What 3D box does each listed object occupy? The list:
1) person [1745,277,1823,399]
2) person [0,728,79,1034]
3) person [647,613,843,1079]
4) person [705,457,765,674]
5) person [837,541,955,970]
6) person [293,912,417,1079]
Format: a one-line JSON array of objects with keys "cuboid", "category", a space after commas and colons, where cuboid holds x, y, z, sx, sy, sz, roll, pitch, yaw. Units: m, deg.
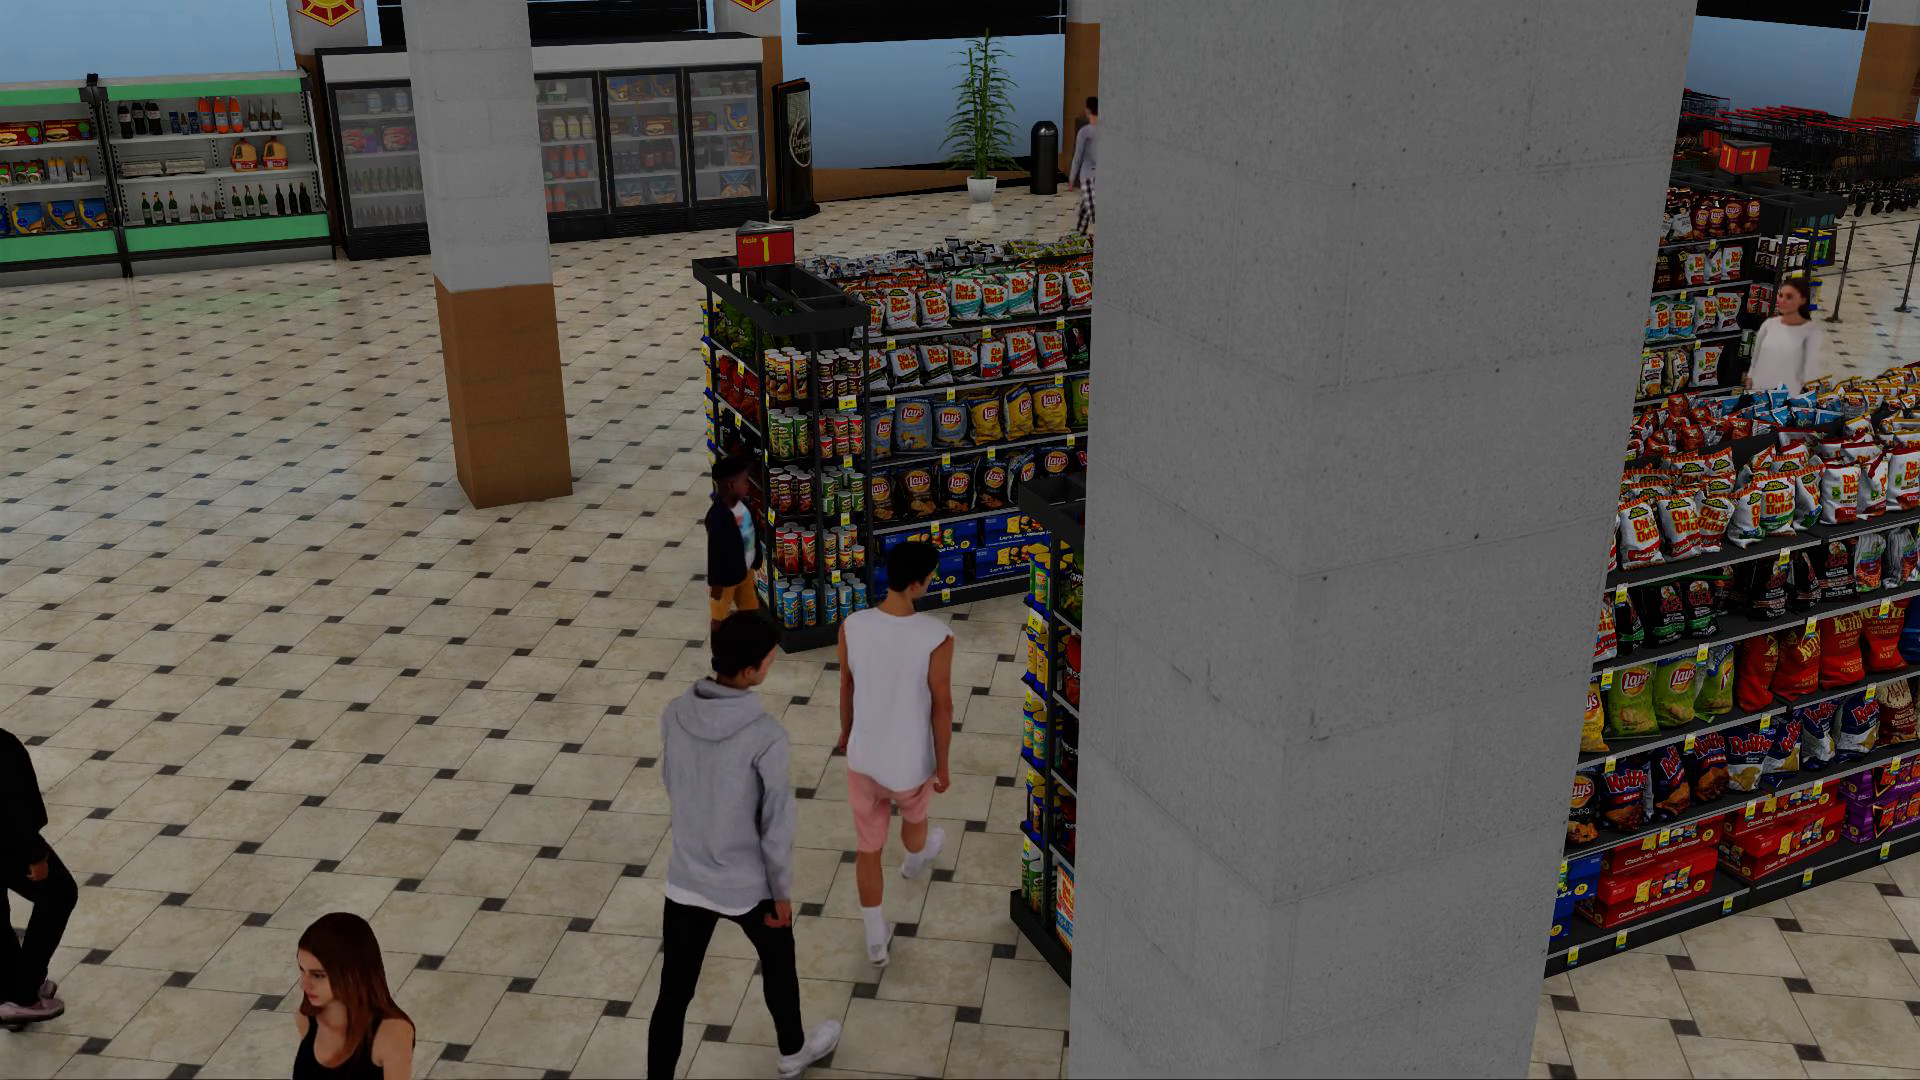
[{"cuboid": [5.642, -0.971, 11.385, 0.700, 1.681, 0.668, -15, 26, -33], "category": "person"}, {"cuboid": [-3.653, 1.172, 6.155, 0.773, 1.605, 0.856, 4, 22, 10], "category": "person"}, {"cuboid": [-0.868, 1.191, 5.724, 1.139, 1.889, 1.196, 5, 22, 12], "category": "person"}, {"cuboid": [-1.322, 0.135, 9.203, 0.714, 1.257, 0.644, 11, 24, 25], "category": "person"}, {"cuboid": [-0.304, 0.909, 6.655, 1.146, 1.719, 1.137, 4, 22, 10], "category": "person"}, {"cuboid": [-1.535, 1.730, 4.631, 0.898, 1.706, 0.973, 8, 23, 20], "category": "person"}]
